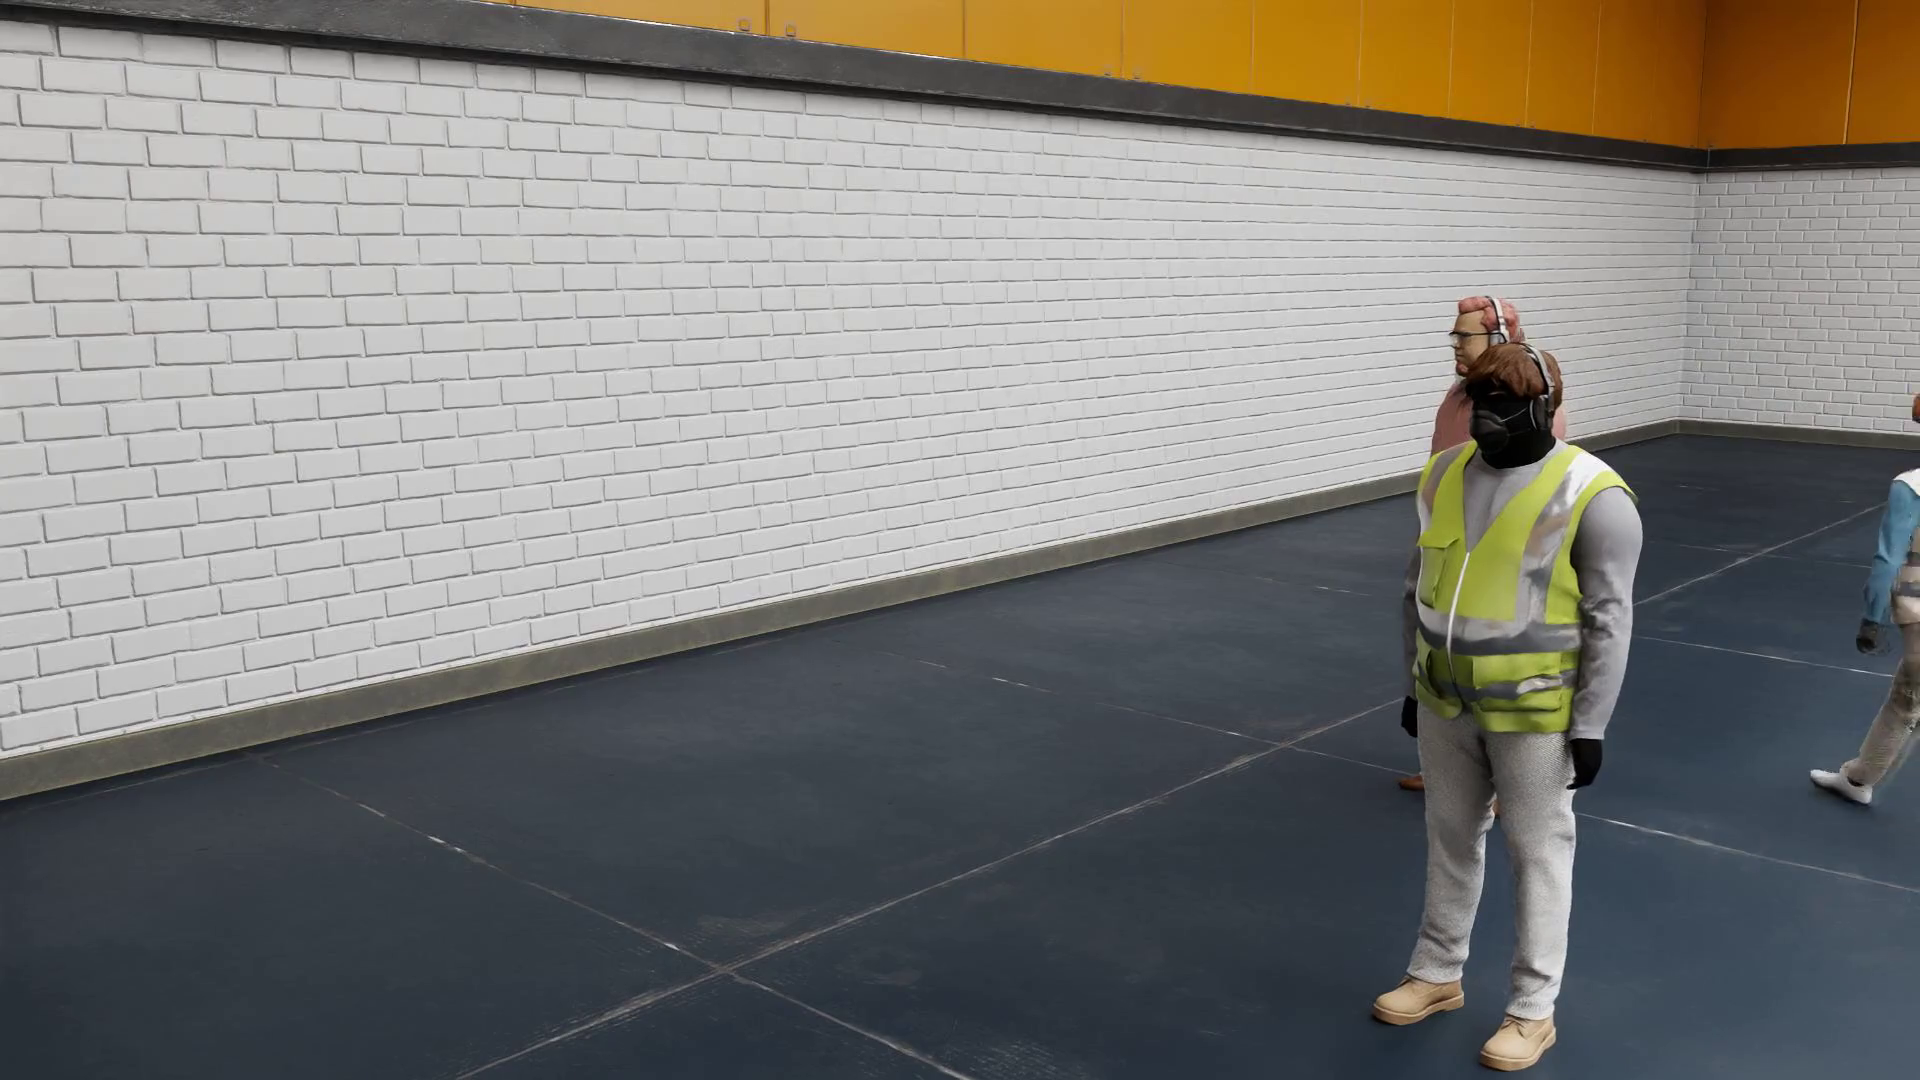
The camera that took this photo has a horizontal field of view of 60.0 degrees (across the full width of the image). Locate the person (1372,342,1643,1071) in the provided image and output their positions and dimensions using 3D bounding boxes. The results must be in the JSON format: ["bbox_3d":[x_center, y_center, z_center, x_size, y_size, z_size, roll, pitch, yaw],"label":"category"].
[{"bbox_3d":[1.379,0.419,4.261,0.430,1.845,0.624,-7,12,-36],"label":"person"}]

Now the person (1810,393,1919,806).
[{"bbox_3d":[3.416,0.263,5.843,0.531,1.592,0.888,-4,11,-22],"label":"person"}]

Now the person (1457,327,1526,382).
[{"bbox_3d":[3.382,-0.567,10.509,0.614,1.616,0.433,-2,10,-11],"label":"person"}]

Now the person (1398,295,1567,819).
[{"bbox_3d":[1.894,0.065,6.094,0.402,1.905,0.651,-3,10,-15],"label":"person"}]
